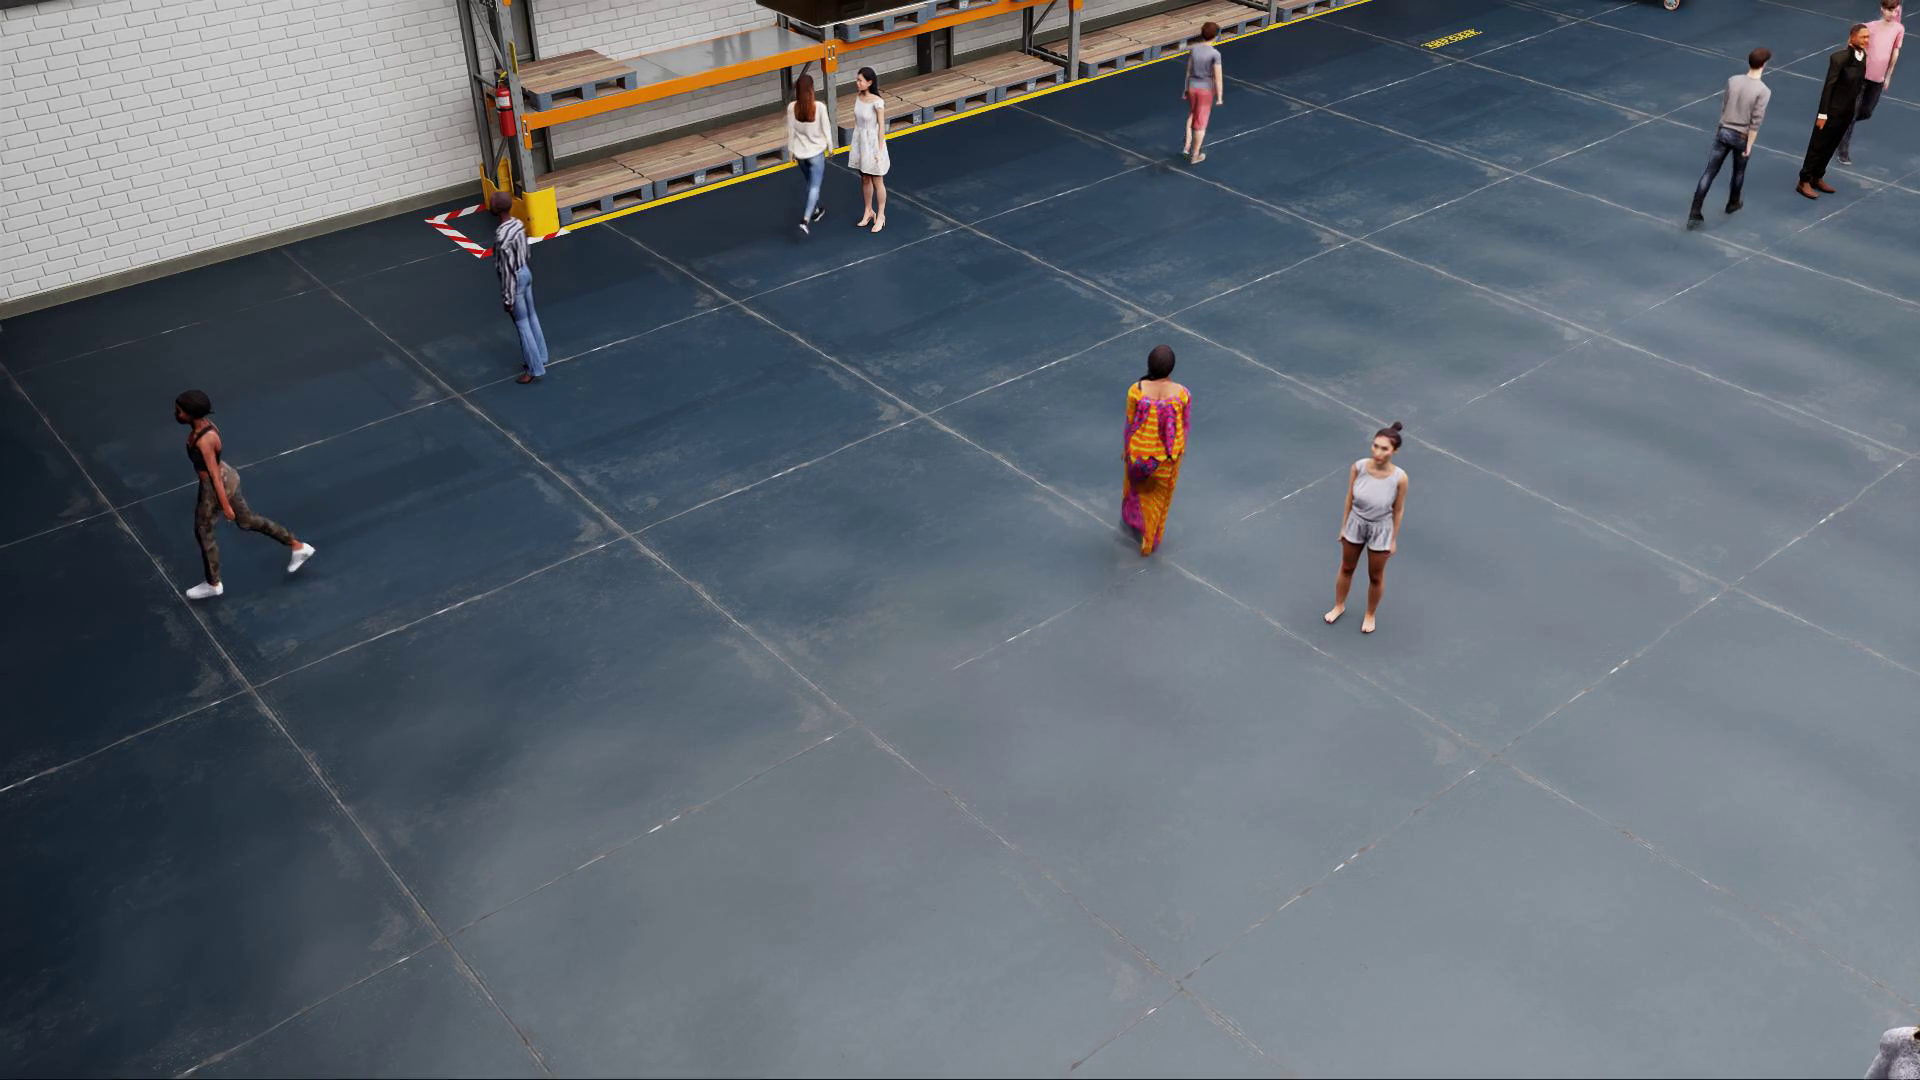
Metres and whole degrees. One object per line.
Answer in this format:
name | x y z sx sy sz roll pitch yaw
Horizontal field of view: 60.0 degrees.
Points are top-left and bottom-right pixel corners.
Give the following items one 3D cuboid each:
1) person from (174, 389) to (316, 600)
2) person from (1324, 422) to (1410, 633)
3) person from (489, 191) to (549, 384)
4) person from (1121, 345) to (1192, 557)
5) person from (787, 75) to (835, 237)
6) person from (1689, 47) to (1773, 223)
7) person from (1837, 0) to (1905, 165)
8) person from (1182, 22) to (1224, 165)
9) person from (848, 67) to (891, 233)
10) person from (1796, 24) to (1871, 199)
person | -5.282 -0.356 12.090 1.226 1.659 0.851 -11 35 -17
person | 2.901 -0.086 11.737 0.641 1.601 0.647 18 38 25
person | -3.948 -2.253 14.822 0.763 1.794 0.705 2 34 3
person | 1.454 -0.672 12.578 0.930 1.646 0.999 5 34 7
person | -1.606 -4.055 17.654 0.970 1.662 1.155 10 35 15
person | 8.229 -4.289 17.815 1.226 1.871 0.710 -27 42 -34
person | 10.582 -5.417 19.455 1.021 1.936 1.084 6 34 9
person | 2.759 -5.174 19.354 0.683 1.642 0.685 22 40 30
person | -0.964 -4.152 17.698 0.628 1.773 0.645 -27 42 -34
person | 9.776 -4.806 18.564 0.609 1.905 0.784 -18 37 -25
